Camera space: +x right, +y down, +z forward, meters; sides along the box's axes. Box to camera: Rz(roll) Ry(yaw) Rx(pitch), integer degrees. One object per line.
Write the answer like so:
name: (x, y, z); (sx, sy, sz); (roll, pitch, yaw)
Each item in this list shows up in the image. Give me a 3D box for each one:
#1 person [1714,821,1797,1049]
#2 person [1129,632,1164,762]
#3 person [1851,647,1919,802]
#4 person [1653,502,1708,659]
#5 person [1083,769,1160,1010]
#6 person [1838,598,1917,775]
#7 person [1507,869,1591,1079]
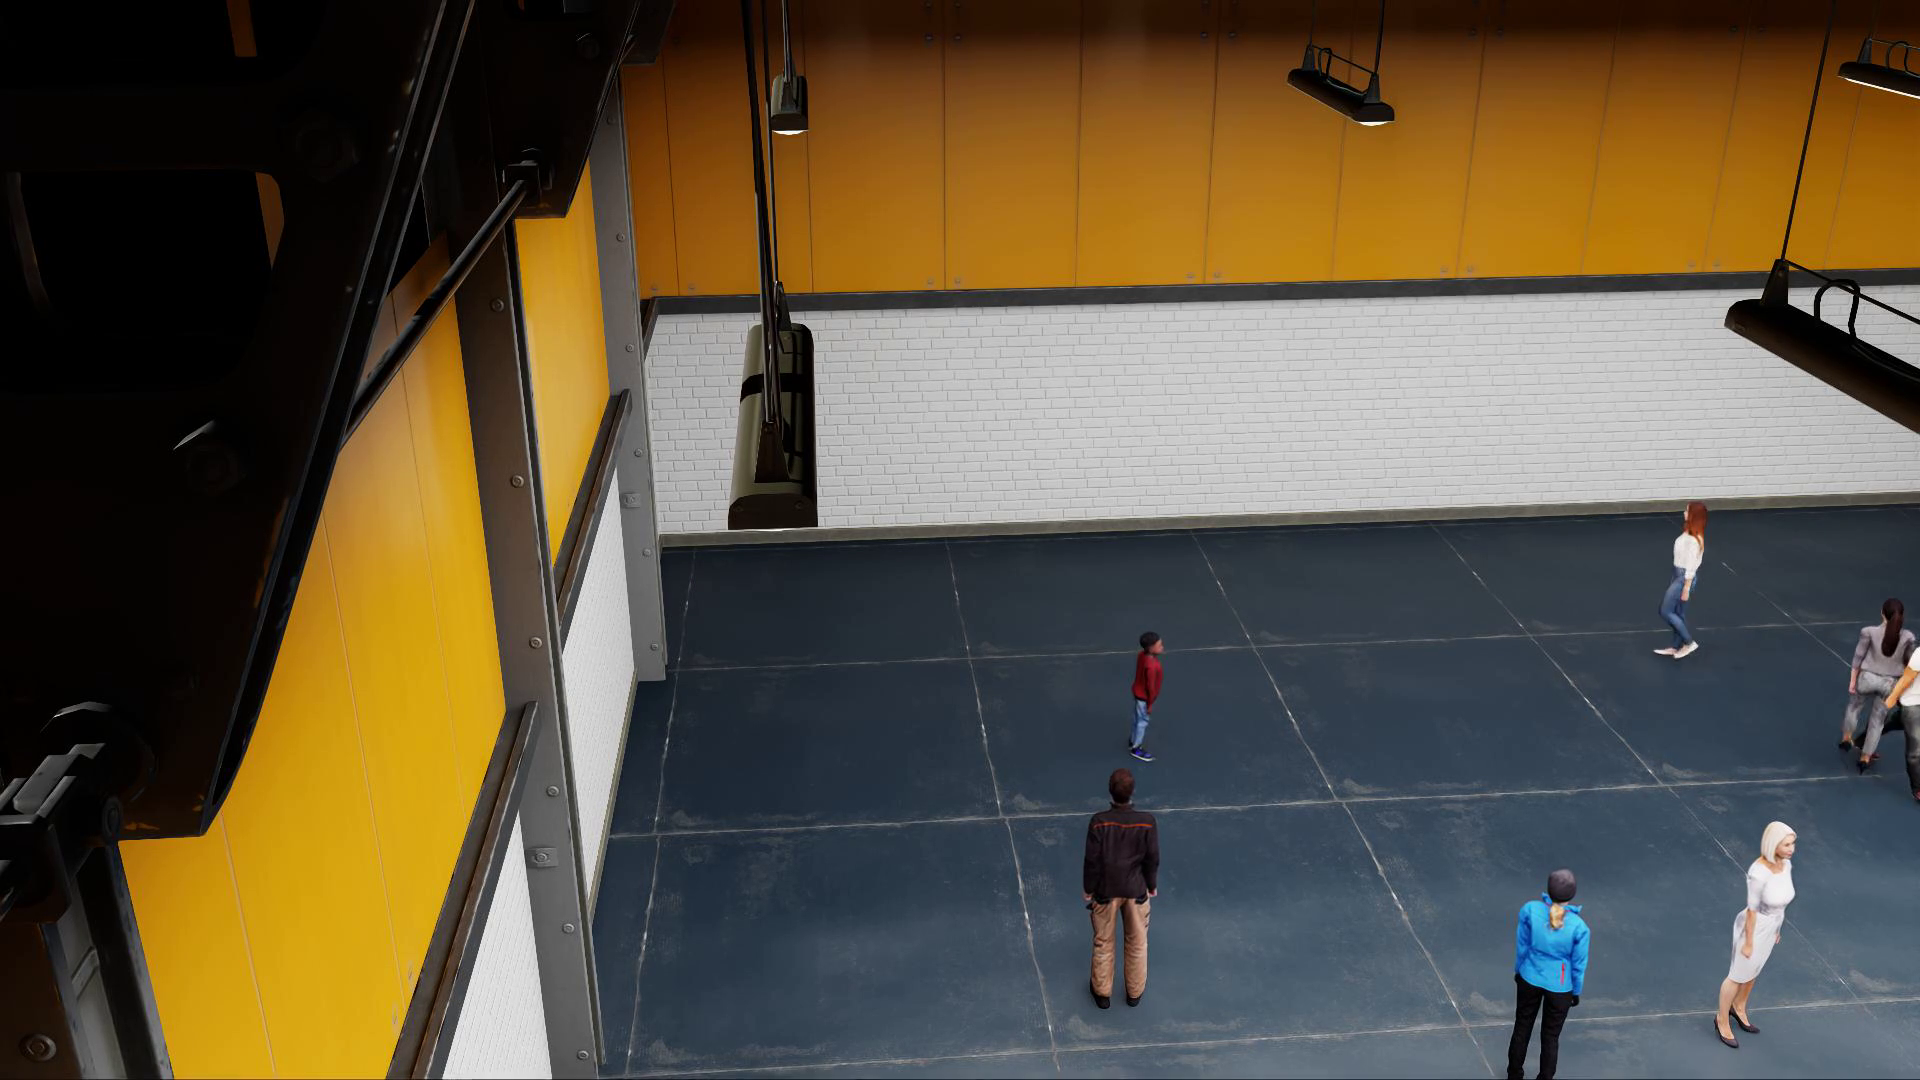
person: (5.565, 2.728, 11.623); (0.639, 1.752, 0.657); (-16, 28, -32)
person: (1.690, 1.405, 15.278); (0.627, 1.249, 0.442); (-6, 24, -14)
person: (8.387, 1.388, 14.698); (0.976, 1.744, 1.314); (-12, 26, -26)
person: (7.452, 0.429, 16.918); (0.780, 1.723, 0.723); (10, 26, 22)
person: (1.141, 2.502, 11.925); (0.706, 1.923, 0.587); (-1, 24, -2)
person: (8.226, 1.345, 14.906); (0.822, 1.656, 0.905); (11, 26, 24)
person: (3.889, 2.955, 11.048); (0.689, 1.797, 0.735); (17, 29, 33)
